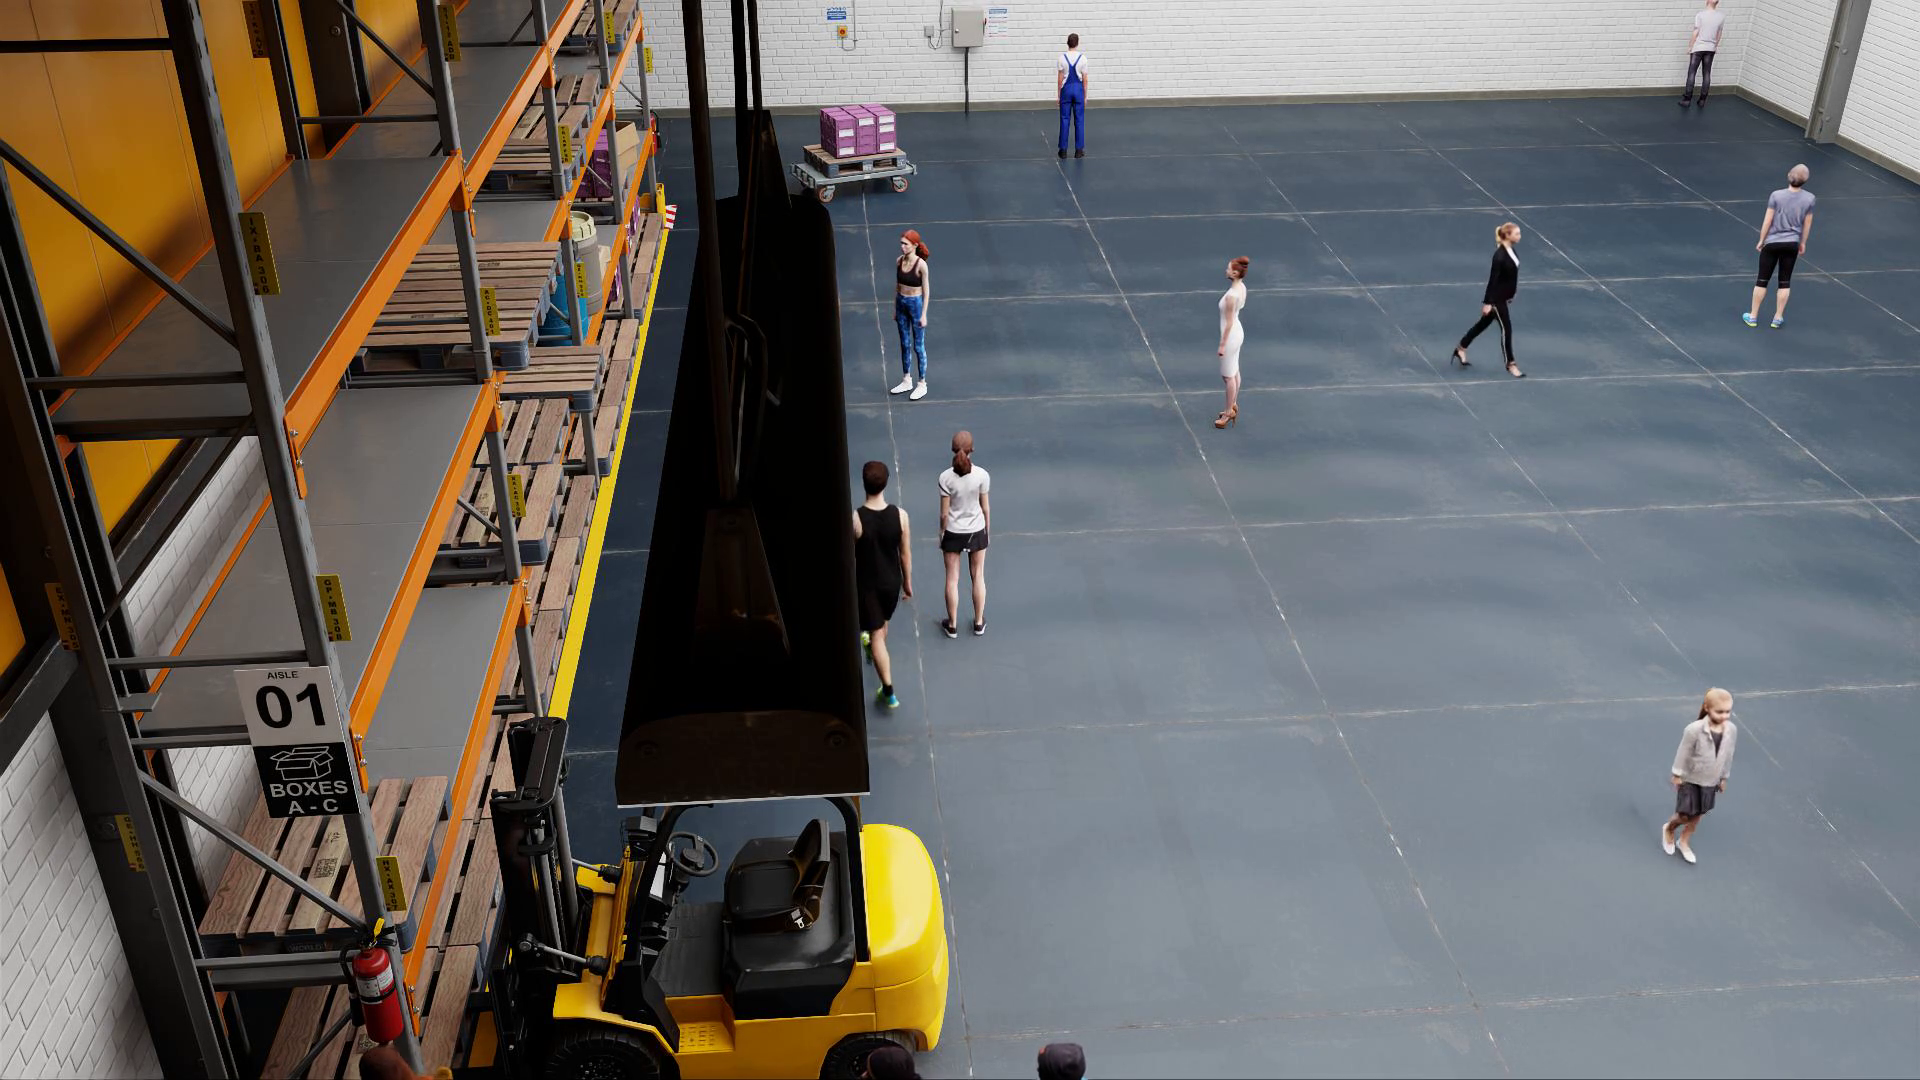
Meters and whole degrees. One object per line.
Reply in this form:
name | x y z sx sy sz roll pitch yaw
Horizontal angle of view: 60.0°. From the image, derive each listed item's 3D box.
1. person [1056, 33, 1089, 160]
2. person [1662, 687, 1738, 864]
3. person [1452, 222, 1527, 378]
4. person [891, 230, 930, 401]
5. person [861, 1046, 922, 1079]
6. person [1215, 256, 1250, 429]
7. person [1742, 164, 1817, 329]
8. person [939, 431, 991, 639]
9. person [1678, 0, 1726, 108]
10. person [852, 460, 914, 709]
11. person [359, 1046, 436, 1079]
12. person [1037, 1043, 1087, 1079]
person | 1.692 -6.727 25.171 0.661 1.850 0.617 2 29 4
person | 4.745 1.481 10.730 0.506 1.271 0.528 -2 29 -4
person | 5.653 -2.560 17.730 1.074 1.661 1.084 17 33 28
person | -0.507 -2.334 17.187 0.687 1.785 0.743 20 34 32
person | -0.282 2.951 7.523 0.747 1.760 0.572 -5 29 -9
person | 2.702 -1.968 16.508 0.690 1.793 0.557 11 30 19
person | 9.354 -3.346 18.933 0.732 1.889 0.712 8 30 14
person | 0.031 -0.042 13.018 0.562 1.752 0.565 -4 29 -7
person | 12.490 -8.237 27.961 0.665 1.831 0.566 -1 29 -2
person | -0.595 0.367 12.177 0.890 1.841 1.261 -9 30 -16
person | -2.433 2.949 7.571 0.774 1.718 0.664 12 31 20
person | 0.485 2.949 7.490 0.746 1.795 0.632 11 31 20
